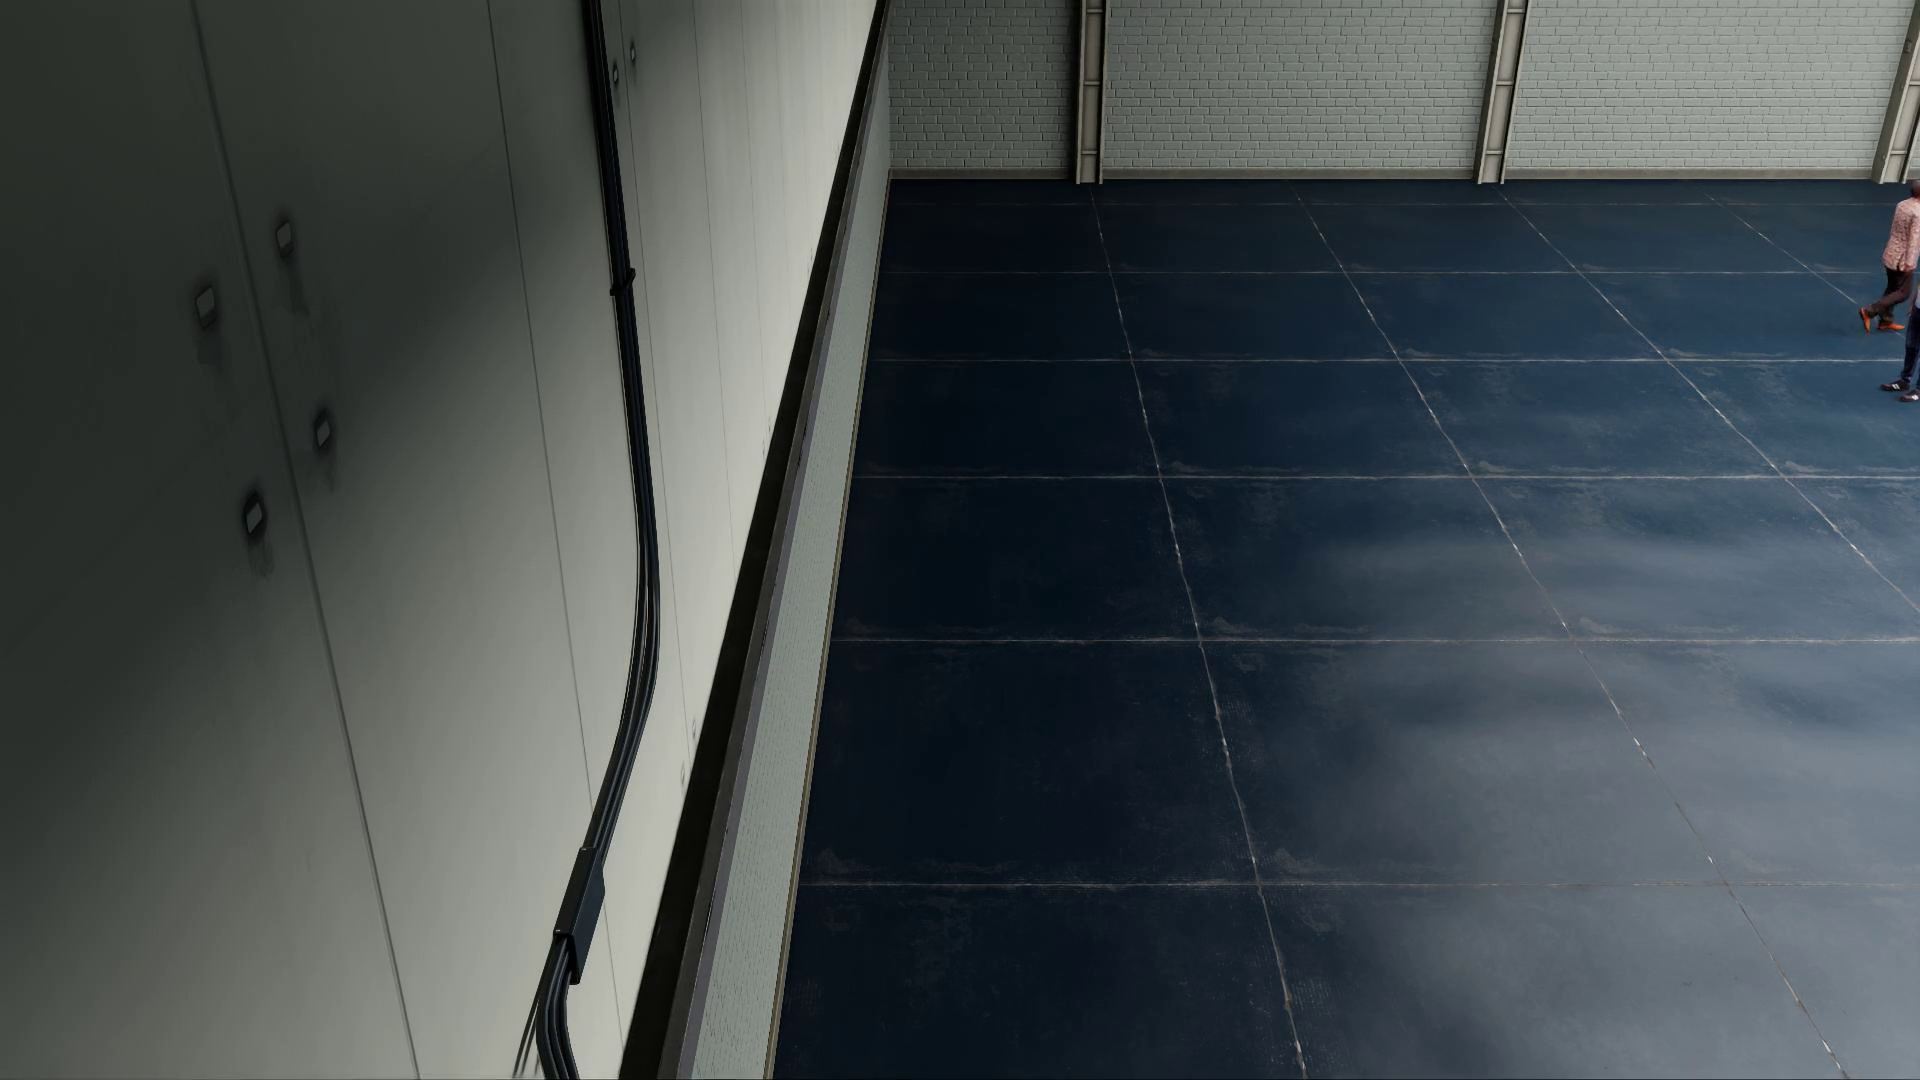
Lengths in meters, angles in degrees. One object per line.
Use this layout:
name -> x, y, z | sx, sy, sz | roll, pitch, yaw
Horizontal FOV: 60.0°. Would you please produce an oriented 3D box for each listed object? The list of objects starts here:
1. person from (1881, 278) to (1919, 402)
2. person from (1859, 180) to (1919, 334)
person -> 10.103, -2.373, 17.317 | 0.580, 1.865, 0.674 | -4, 28, -8
person -> 10.663, -3.216, 18.979 | 0.871, 1.790, 0.691 | 1, 28, 2
